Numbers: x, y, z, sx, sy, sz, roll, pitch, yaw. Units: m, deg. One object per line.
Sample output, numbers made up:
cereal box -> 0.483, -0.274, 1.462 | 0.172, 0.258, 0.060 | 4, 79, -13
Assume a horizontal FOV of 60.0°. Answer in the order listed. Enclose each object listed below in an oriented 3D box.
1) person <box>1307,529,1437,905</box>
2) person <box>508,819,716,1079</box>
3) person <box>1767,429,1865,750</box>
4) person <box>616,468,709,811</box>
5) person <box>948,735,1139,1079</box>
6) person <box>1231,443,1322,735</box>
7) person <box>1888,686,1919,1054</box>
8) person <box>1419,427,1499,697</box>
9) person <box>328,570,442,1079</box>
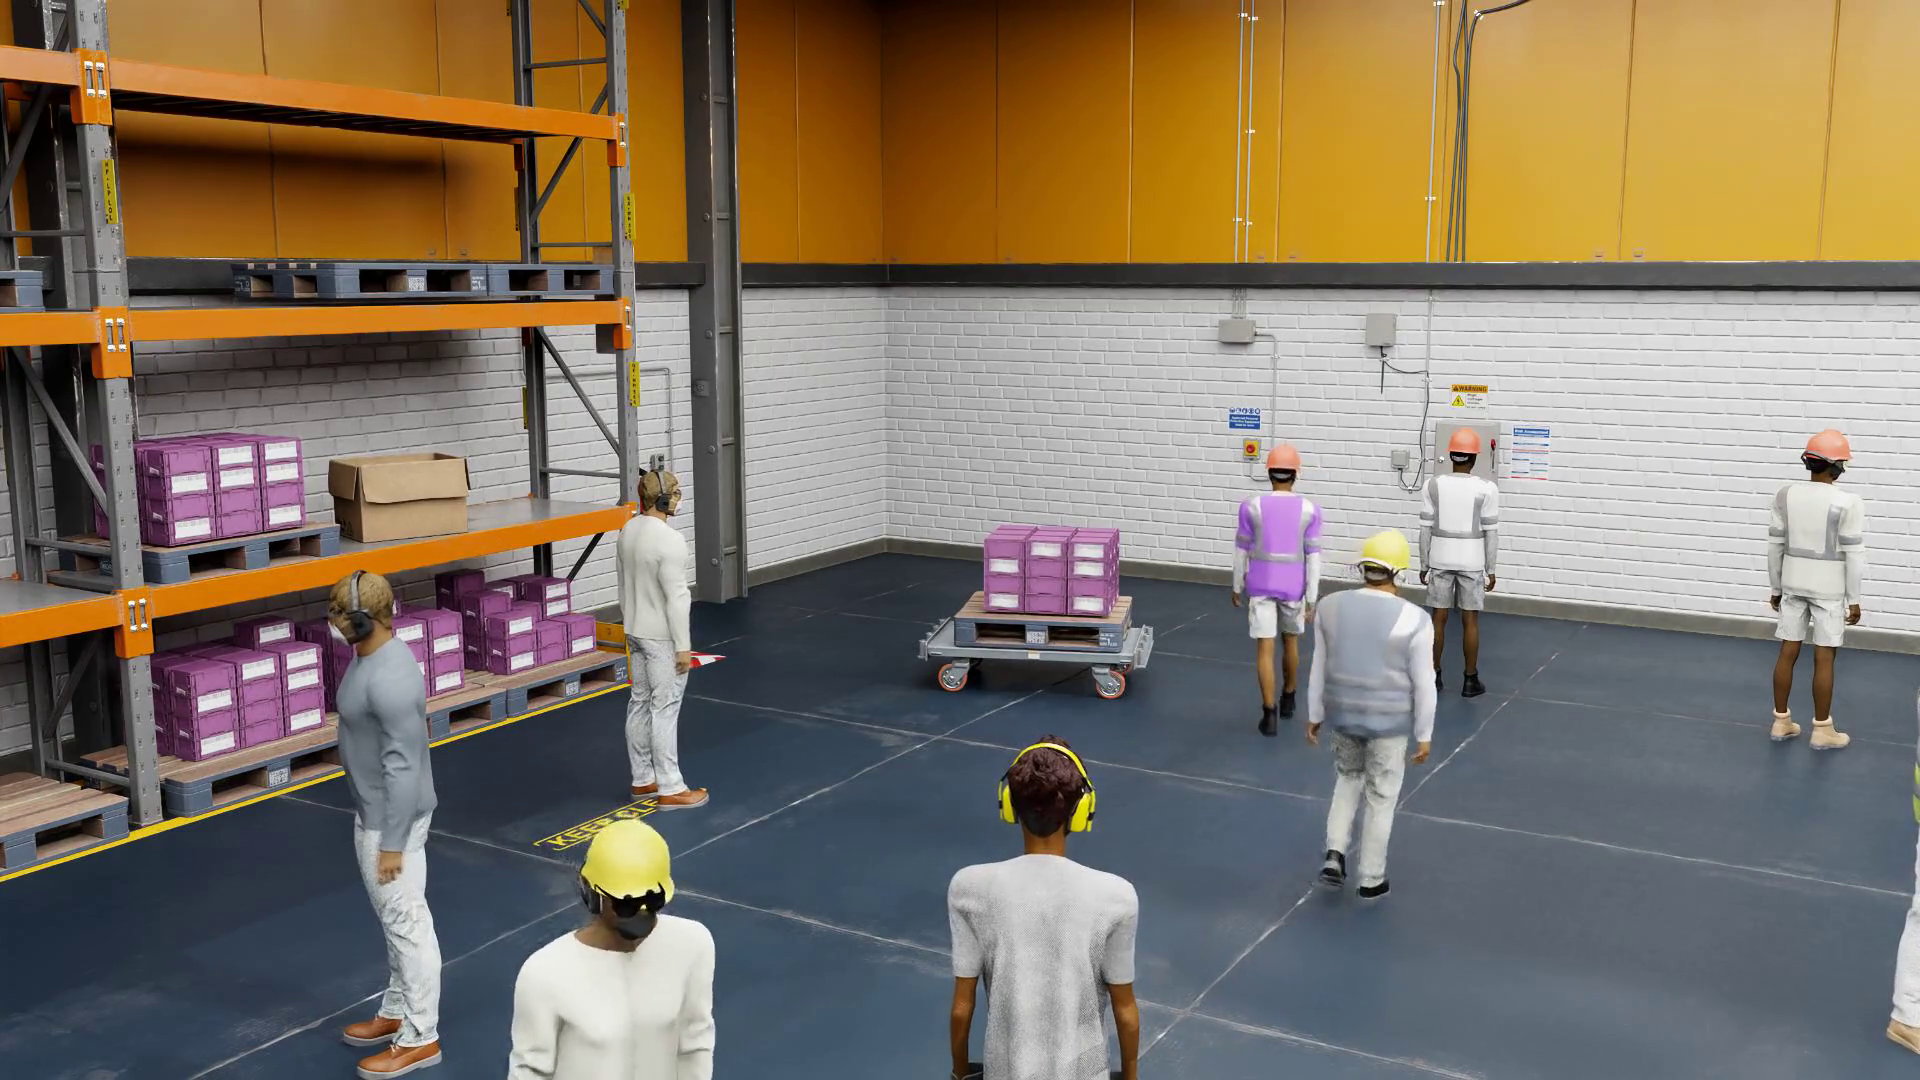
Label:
person -> 1.984, 0.852, 7.994 | 0.626, 1.816, 0.430 | 7, 11, 36
person -> -0.936, 1.493, 4.350 | 0.521, 1.710, 0.918 | -7, 11, -37
person -> 5.485, 0.312, 10.661 | 0.378, 2.045, 0.605 | -6, 11, -33
person -> -1.717, 0.558, 9.453 | 0.379, 1.940, 0.629 | -7, 12, -38
person -> 0.219, 1.420, 4.290 | 0.514, 1.873, 0.329 | 1, 9, 9
person -> 2.111, 0.300, 11.167 | 0.568, 1.900, 0.878 | 1, 9, 6
person -> 3.931, 1.098, 6.430 | 0.626, 1.834, 0.431 | -5, 10, -27
person -> 3.578, 0.159, 11.945 | 0.552, 1.936, 0.359 | 4, 10, 26
person -> -2.181, 1.063, 6.316 | 0.373, 1.936, 0.627 | -4, 10, -25
